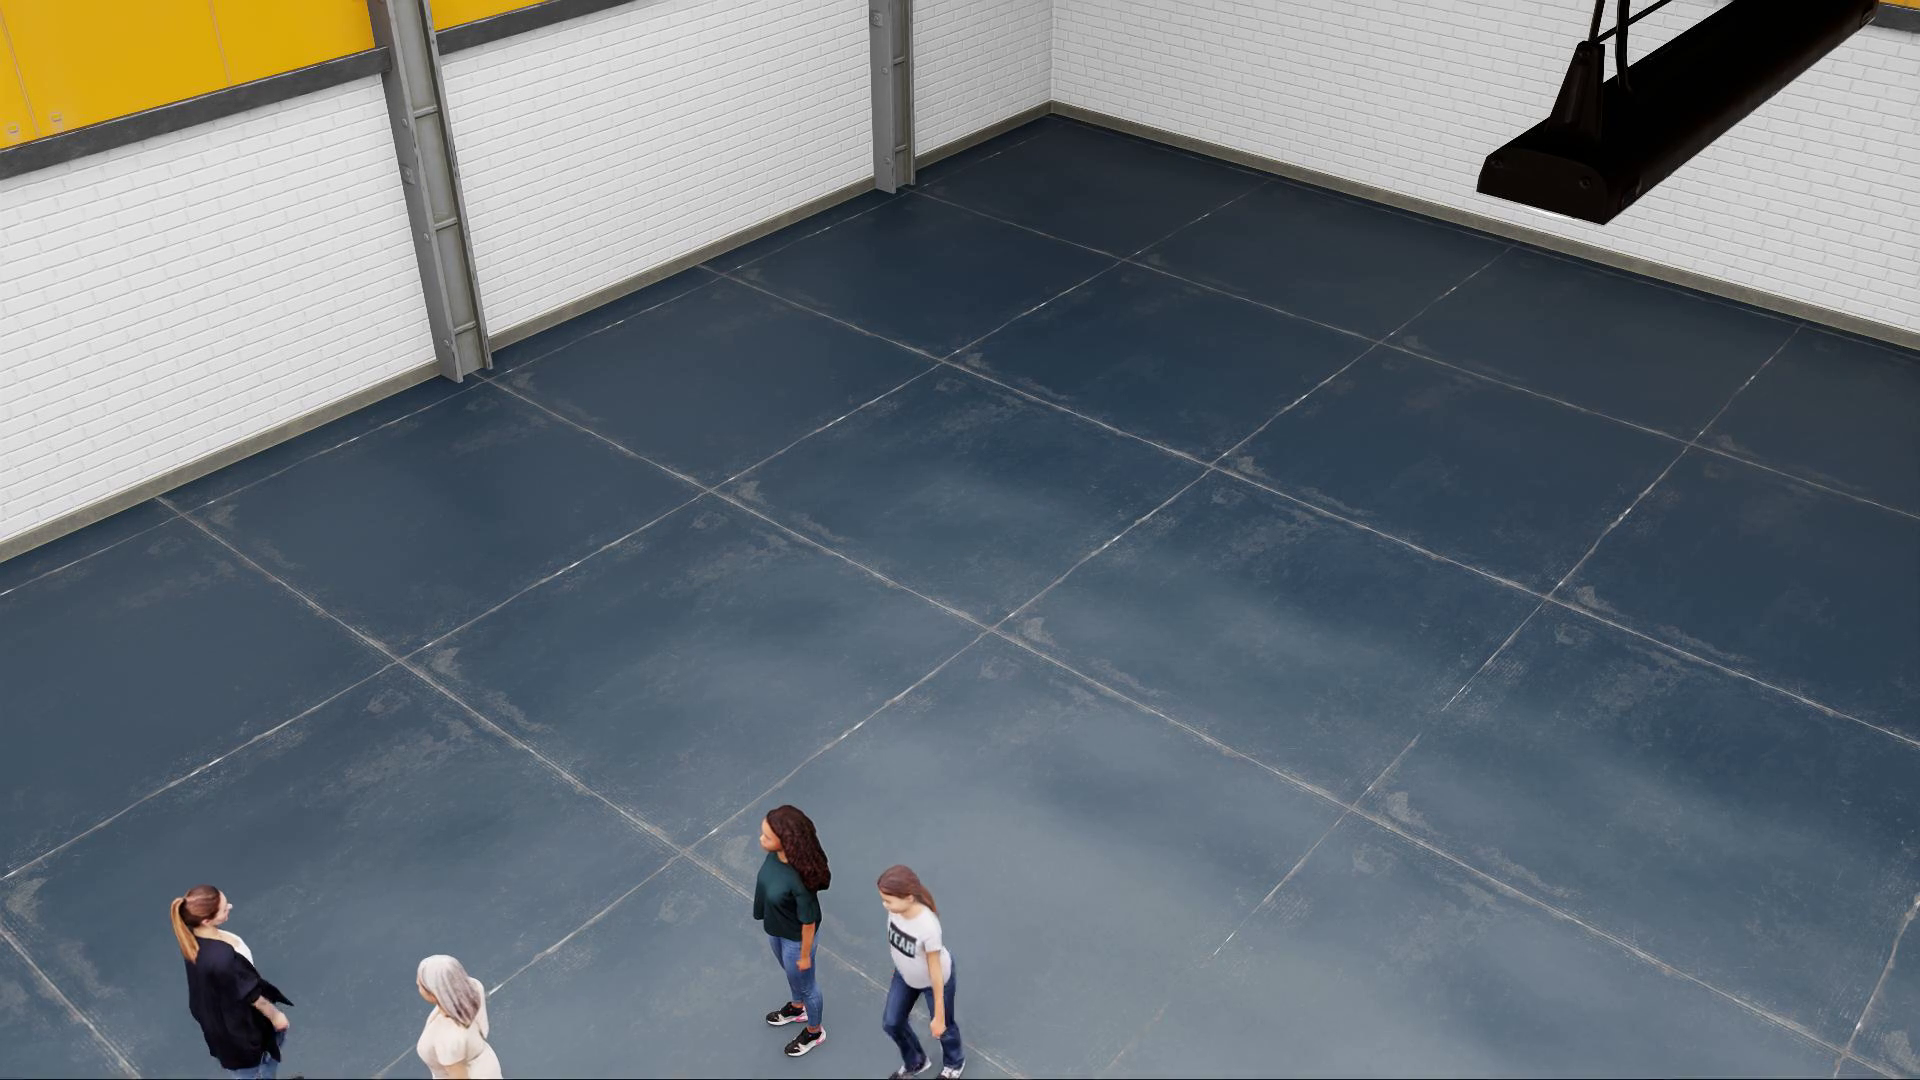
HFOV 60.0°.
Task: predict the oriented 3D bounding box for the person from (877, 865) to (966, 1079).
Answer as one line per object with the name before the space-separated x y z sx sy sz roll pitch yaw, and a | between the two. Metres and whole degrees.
person | -0.149 2.188 8.477 0.644 1.536 0.635 21 39 29

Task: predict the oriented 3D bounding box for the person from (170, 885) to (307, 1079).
person | -3.618 2.364 8.091 0.739 1.669 0.683 -25 41 -32

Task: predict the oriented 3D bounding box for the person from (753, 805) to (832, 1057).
person | -0.866 2.017 8.660 0.713 1.617 0.691 -16 37 -22

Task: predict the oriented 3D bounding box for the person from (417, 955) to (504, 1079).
person | -2.261 2.559 7.738 0.751 1.735 0.684 -1 34 -2
